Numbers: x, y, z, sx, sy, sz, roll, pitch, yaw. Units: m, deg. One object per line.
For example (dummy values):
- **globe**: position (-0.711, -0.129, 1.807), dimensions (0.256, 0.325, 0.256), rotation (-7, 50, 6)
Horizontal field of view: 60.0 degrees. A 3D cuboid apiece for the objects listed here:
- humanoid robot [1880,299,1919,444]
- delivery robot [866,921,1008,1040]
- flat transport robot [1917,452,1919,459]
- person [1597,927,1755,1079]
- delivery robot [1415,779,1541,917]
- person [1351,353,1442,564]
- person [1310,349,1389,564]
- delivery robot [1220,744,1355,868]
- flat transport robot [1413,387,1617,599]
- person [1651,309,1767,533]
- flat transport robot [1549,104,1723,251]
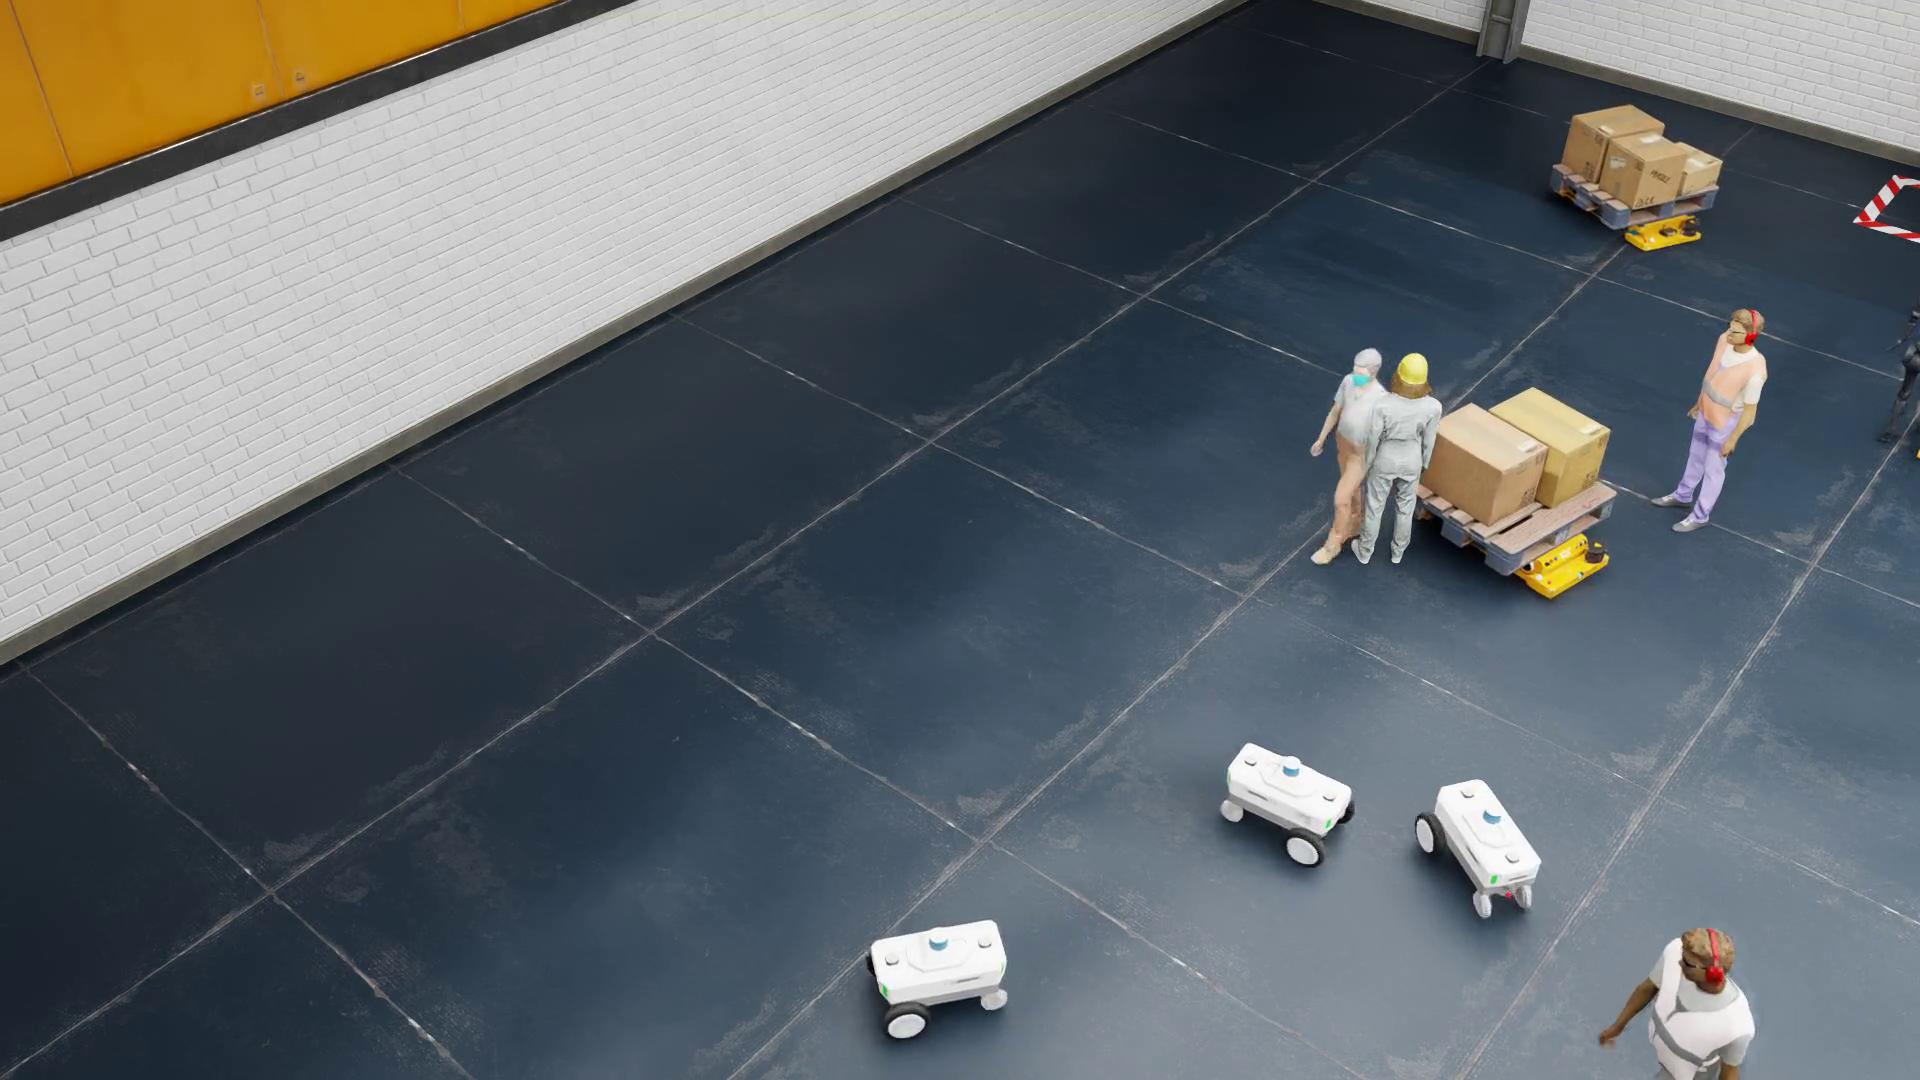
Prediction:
- **humanoid robot**: position (7.644, -1.512, 13.049), dimensions (0.600, 1.655, 0.461), rotation (21, 43, 24)
- **delivery robot**: position (-0.136, 2.366, 9.136), dimensions (0.814, 0.612, 0.499), rotation (-8, 40, -10)
- **flat transport robot**: position (8.288, -0.473, 12.874), dimensions (0.659, 0.231, 1.431), rotation (-25, 45, -28)
- **person**: position (3.439, 2.488, 8.000), dimensions (1.045, 1.776, 0.559), rotation (-7, 39, -8)
- **delivery robot**: position (3.097, 1.785, 9.841), dimensions (0.499, 0.592, 0.795), rotation (-10, 40, -12)
- **person**: position (3.098, -0.571, 11.818), dimensions (0.487, 1.746, 0.287), rotation (1, 39, 1)
- **person**: position (2.744, -0.621, 11.900), dimensions (0.680, 1.723, 0.481), rotation (-18, 42, -21)
- **delivery robot**: position (1.986, 1.557, 10.116), dimensions (0.767, 0.583, 0.499), rotation (23, 44, 26)
- **flat transport robot**: position (4.057, -0.117, 12.432), dimensions (0.659, 0.231, 1.431), rotation (-25, 45, -27)
- **person**: position (5.534, -0.869, 12.108), dimensions (0.397, 1.846, 0.563), rotation (-3, 39, -4)
- **flat transport robot**: position (6.551, -3.287, 16.366), dimensions (0.659, 0.231, 1.431), rotation (-14, 41, -17)
